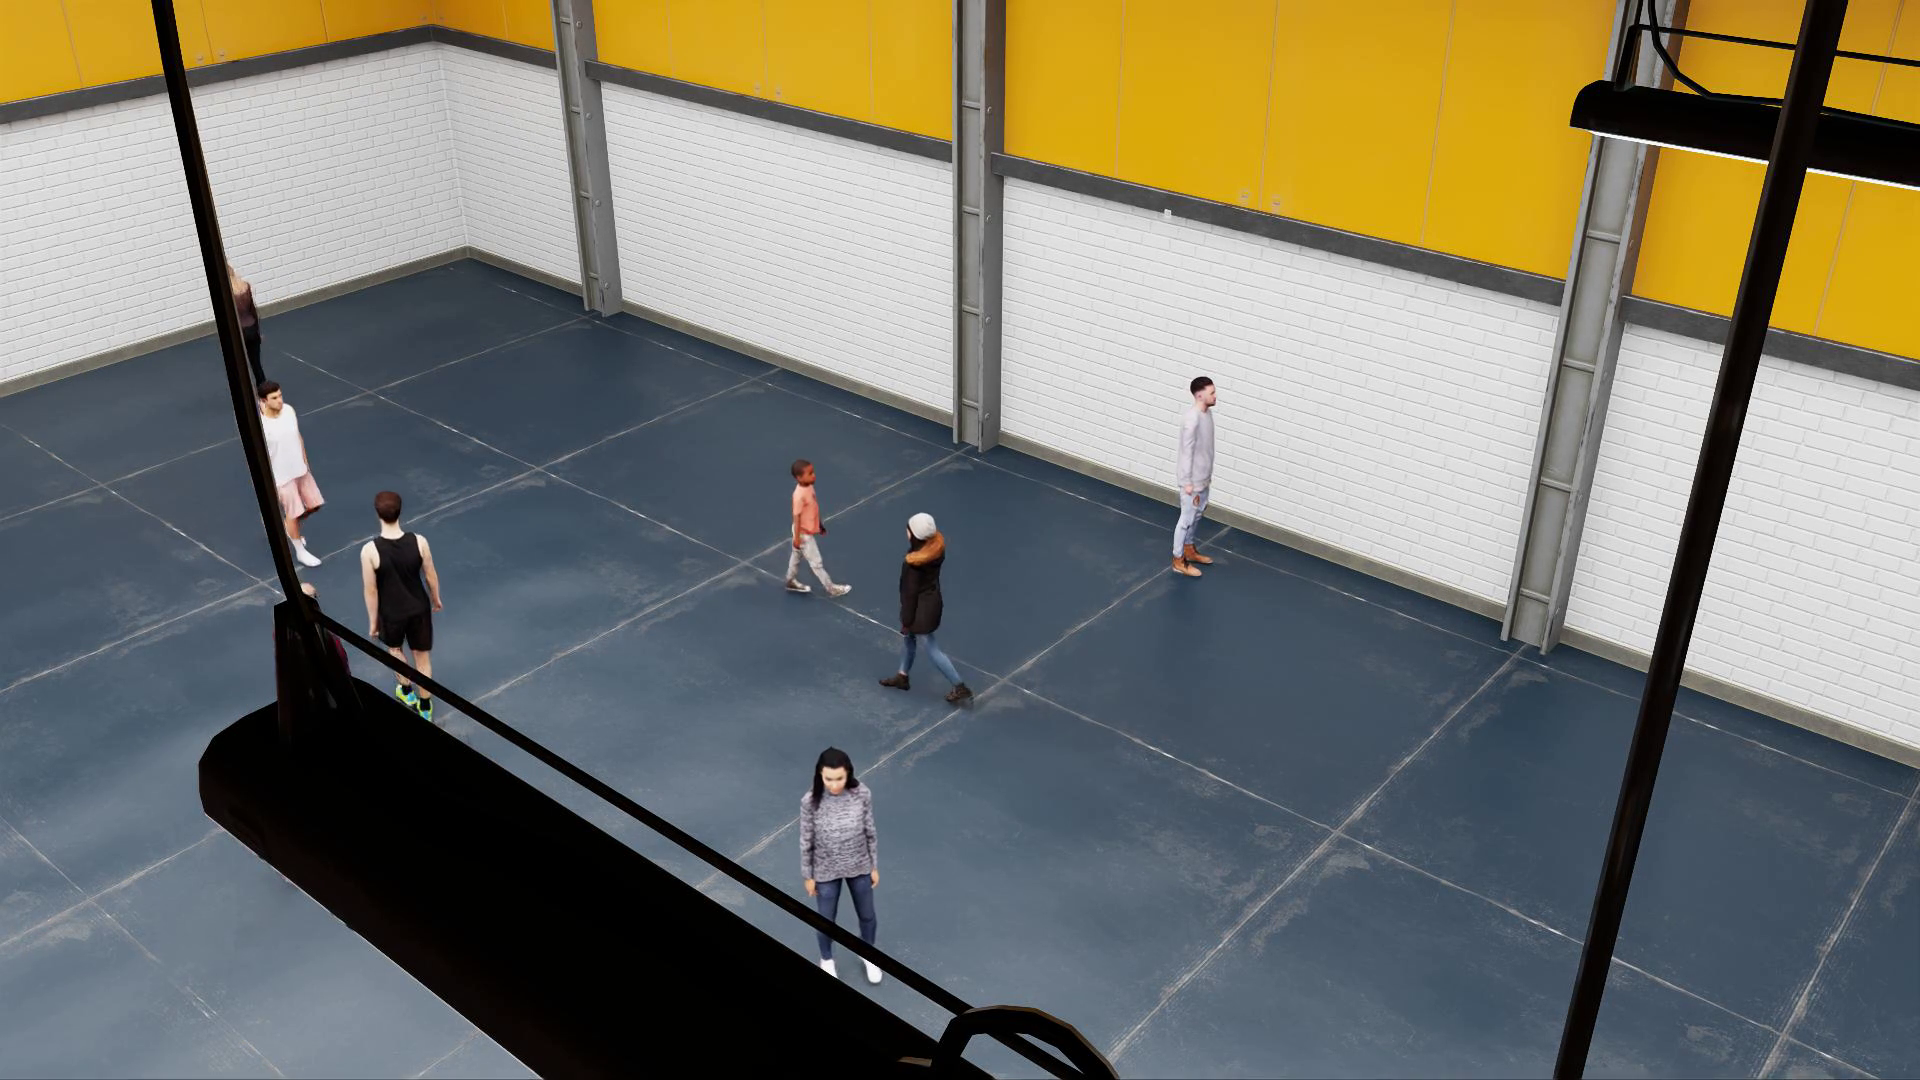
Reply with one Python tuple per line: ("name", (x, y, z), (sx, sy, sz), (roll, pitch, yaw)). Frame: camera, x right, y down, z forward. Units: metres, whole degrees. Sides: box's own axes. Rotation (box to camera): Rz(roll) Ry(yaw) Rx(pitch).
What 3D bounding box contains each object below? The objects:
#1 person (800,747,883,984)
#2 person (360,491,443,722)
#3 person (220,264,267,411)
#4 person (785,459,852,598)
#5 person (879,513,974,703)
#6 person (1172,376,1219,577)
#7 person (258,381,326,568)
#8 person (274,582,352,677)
("person", (-0.717, 1.956, 10.033), (0.695, 1.727, 0.724), (-7, 29, -12))
("person", (-4.149, 0.555, 12.446), (0.874, 1.875, 0.918), (-13, 31, -23))
("person", (-7.590, -2.158, 17.606), (0.620, 1.697, 0.692), (21, 35, 34))
("person", (-1.387, -0.093, 14.255), (0.925, 1.282, 0.737), (7, 29, 12))
("person", (-0.221, 0.553, 12.734), (1.119, 1.603, 0.877), (8, 30, 15))
("person", (2.058, -0.586, 14.577), (0.635, 1.837, 0.721), (14, 32, 24))
("person", (-6.000, -0.611, 14.693), (0.859, 1.770, 0.755), (14, 31, 23))
("person", (-4.532, 1.075, 11.695), (0.908, 1.681, 0.984), (-4, 29, -7))
